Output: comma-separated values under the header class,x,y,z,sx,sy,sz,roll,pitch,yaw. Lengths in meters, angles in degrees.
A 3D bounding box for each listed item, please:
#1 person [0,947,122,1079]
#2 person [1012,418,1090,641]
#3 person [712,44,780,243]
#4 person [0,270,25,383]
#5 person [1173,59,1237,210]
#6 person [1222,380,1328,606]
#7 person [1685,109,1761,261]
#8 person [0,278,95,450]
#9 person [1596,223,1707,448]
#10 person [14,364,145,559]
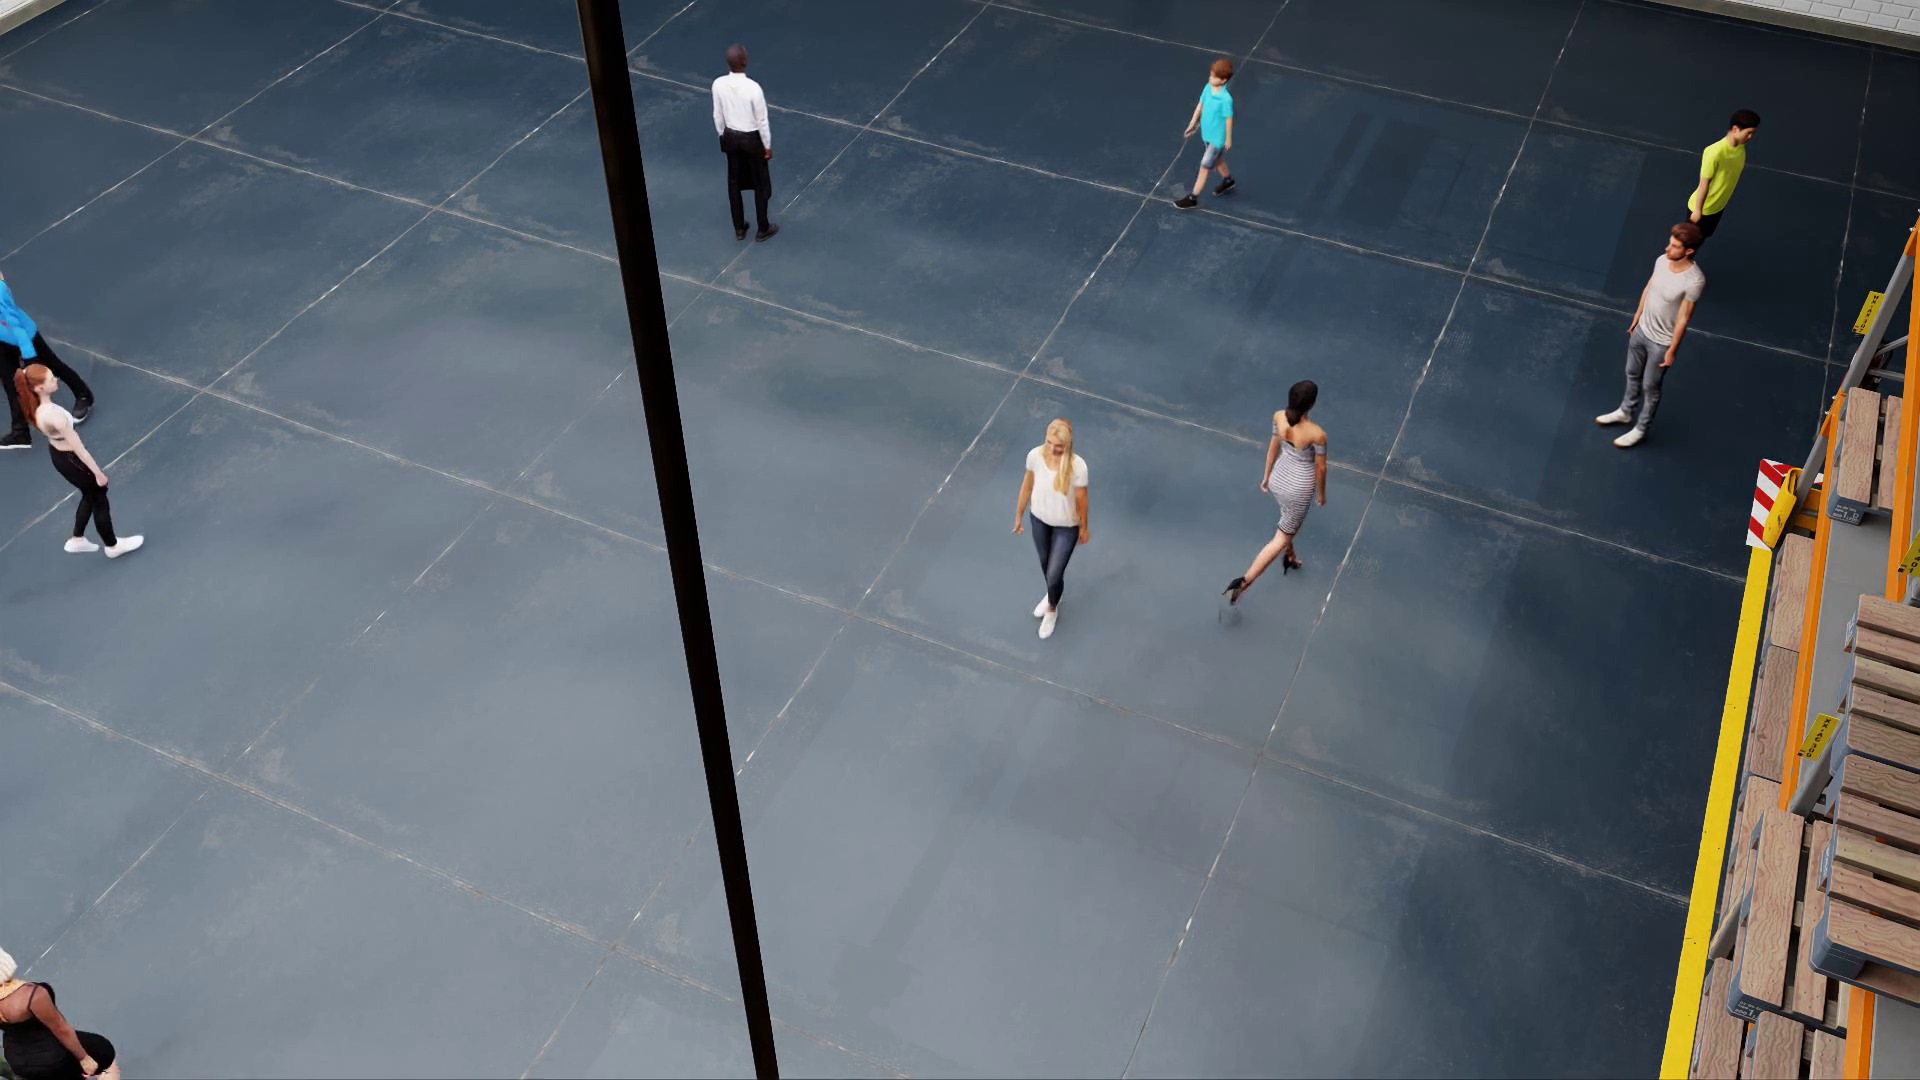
class,x,y,z,sx,sy,sz,roll,pitch,yaw
person,-4.573,2.619,8.259,0.728,1.718,0.742,5,44,5
person,0.680,-0.164,11.125,0.679,1.795,0.708,24,49,23
person,-1.891,-3.464,14.557,0.672,1.838,0.585,11,45,12
person,-7.722,-1.955,13.060,0.626,1.719,0.729,-25,49,-24
person,2.373,-3.716,15.124,0.990,1.420,0.901,-17,46,-17
person,2.177,-0.275,11.245,1.176,1.791,0.930,-28,50,-26
person,6.312,-2.869,14.028,0.609,1.706,0.754,-32,52,-29
person,-7.102,-1.574,12.644,0.757,1.740,1.080,16,46,16
person,5.265,-1.554,12.516,0.805,1.889,0.739,-13,45,-13
person,-6.203,-0.477,11.494,0.729,1.738,0.820,33,53,30
